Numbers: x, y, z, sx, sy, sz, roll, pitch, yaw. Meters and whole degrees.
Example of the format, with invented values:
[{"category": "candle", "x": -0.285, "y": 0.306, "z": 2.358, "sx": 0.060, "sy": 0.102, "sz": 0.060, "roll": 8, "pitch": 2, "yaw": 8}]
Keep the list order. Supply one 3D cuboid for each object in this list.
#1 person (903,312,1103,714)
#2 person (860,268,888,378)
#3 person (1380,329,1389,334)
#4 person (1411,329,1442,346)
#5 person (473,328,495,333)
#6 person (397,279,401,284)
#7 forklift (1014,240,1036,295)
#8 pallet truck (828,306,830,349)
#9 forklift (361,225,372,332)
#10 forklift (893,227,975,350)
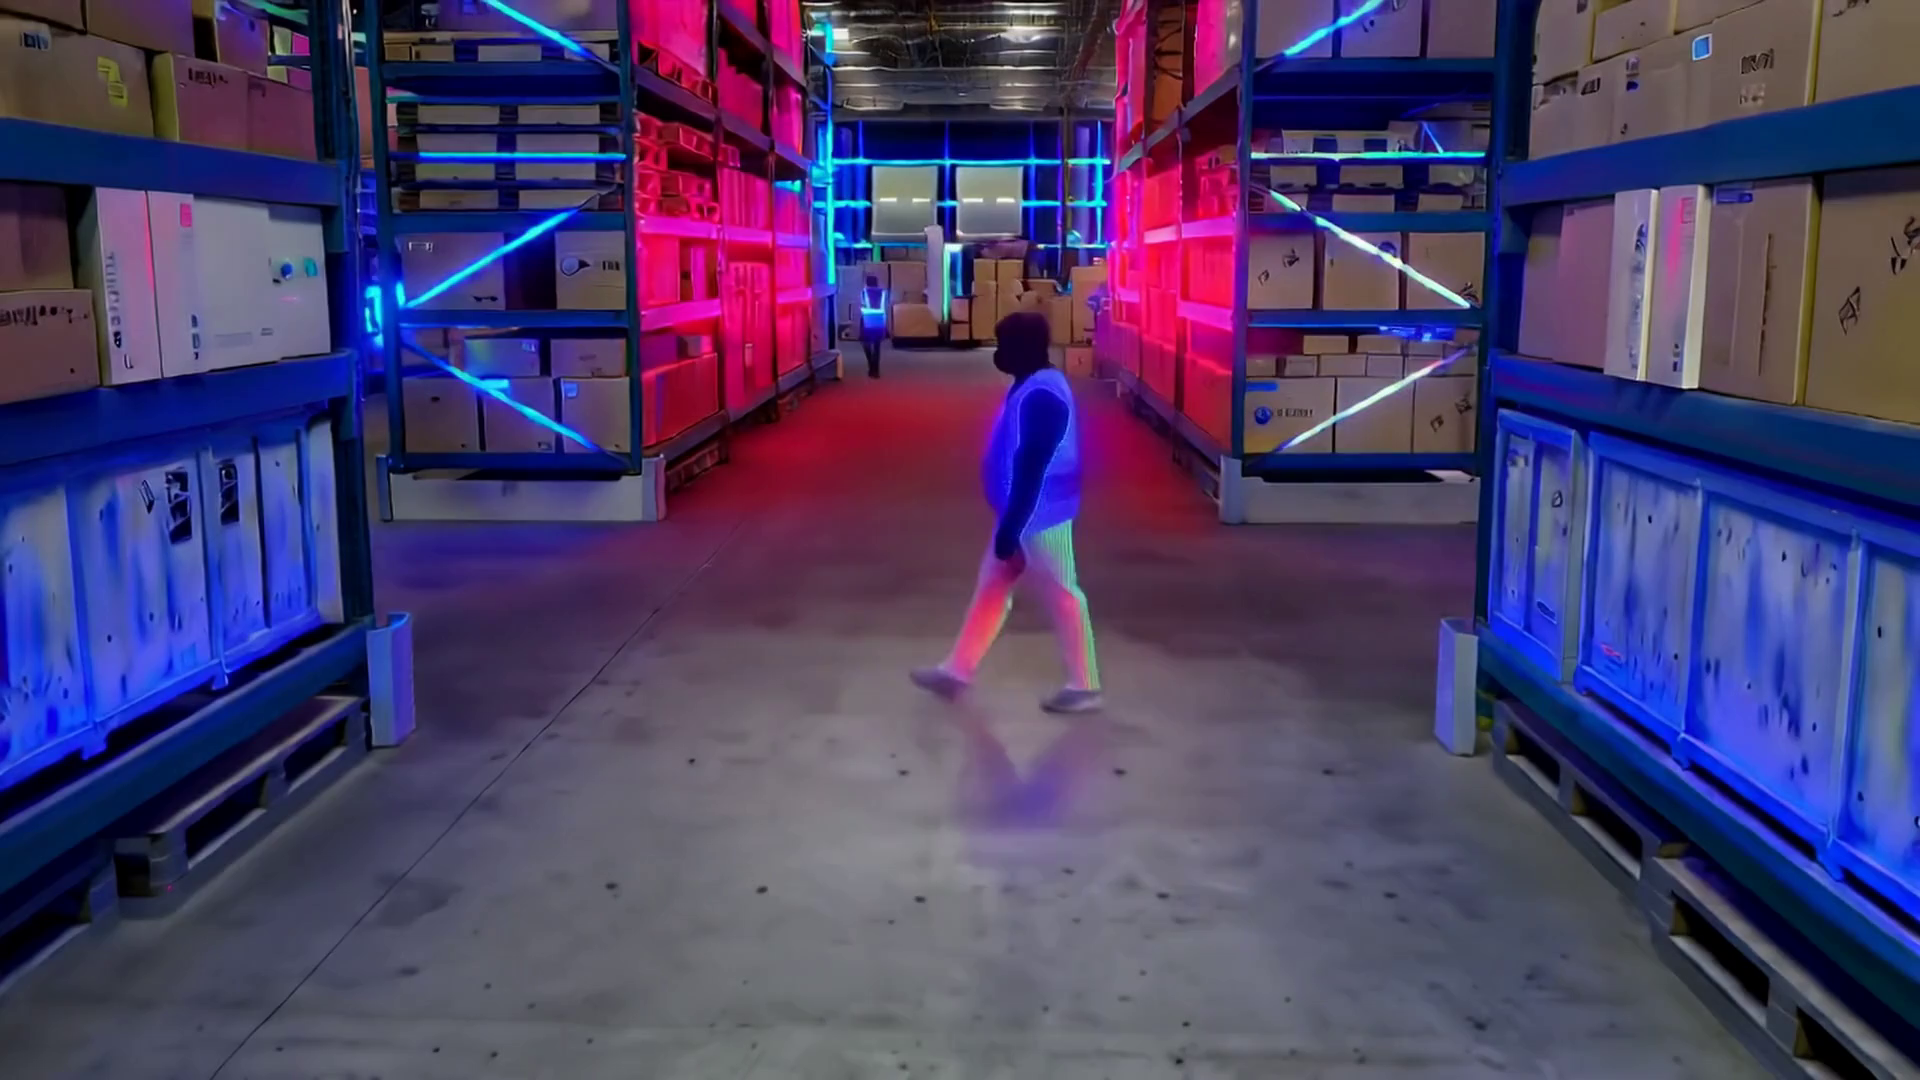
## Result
[{"category": "person", "x": 0.212, "y": -0.101, "z": 7.408, "sx": 0.928, "sy": 1.793, "sz": 0.635, "roll": -1, "pitch": 10, "yaw": -8}, {"category": "person", "x": -1.522, "y": -3.806, "z": 29.216, "sx": 0.553, "sy": 1.920, "sz": 0.405, "roll": -4, "pitch": 10, "yaw": -23}, {"category": "person", "x": 7.223, "y": -3.634, "z": 28.877, "sx": 0.321, "sy": 1.694, "sz": 0.535, "roll": -8, "pitch": 13, "yaw": -41}, {"category": "person", "x": 11.377, "y": -5.541, "z": 40.379, "sx": 0.671, "sy": 1.676, "sz": 0.540, "roll": -3, "pitch": 10, "yaw": -17}, {"category": "person", "x": -9.835, "y": -4.561, "z": 33.861, "sx": 0.960, "sy": 1.876, "sz": 0.661, "roll": -3, "pitch": 10, "yaw": -16}, {"category": "person", "x": -12.905, "y": -5.141, "z": 38.066, "sx": 0.309, "sy": 1.638, "sz": 0.522, "roll": 2, "pitch": 10, "yaw": 13}, {"category": "forklift", "x": 2.253, "y": -9.426, "z": 60.022, "sx": 1.873, "sy": 2.768, "sz": 1.129, "roll": -3, "pitch": 10, "yaw": -16}, {"category": "pallet truck", "x": -3.100, "y": -3.940, "z": 29.800, "sx": 1.885, "sy": 1.965, "sz": 0.823, "roll": 3, "pitch": 10, "yaw": 19}, {"category": "forklift", "x": -13.182, "y": -5.339, "z": 35.544, "sx": 1.129, "sy": 2.768, "sz": 1.873, "roll": 0, "pitch": 9, "yaw": 1}, {"category": "forklift", "x": -0.586, "y": -5.798, "z": 38.292, "sx": 1.873, "sy": 2.768, "sz": 1.129, "roll": 0, "pitch": 9, "yaw": 1}]
